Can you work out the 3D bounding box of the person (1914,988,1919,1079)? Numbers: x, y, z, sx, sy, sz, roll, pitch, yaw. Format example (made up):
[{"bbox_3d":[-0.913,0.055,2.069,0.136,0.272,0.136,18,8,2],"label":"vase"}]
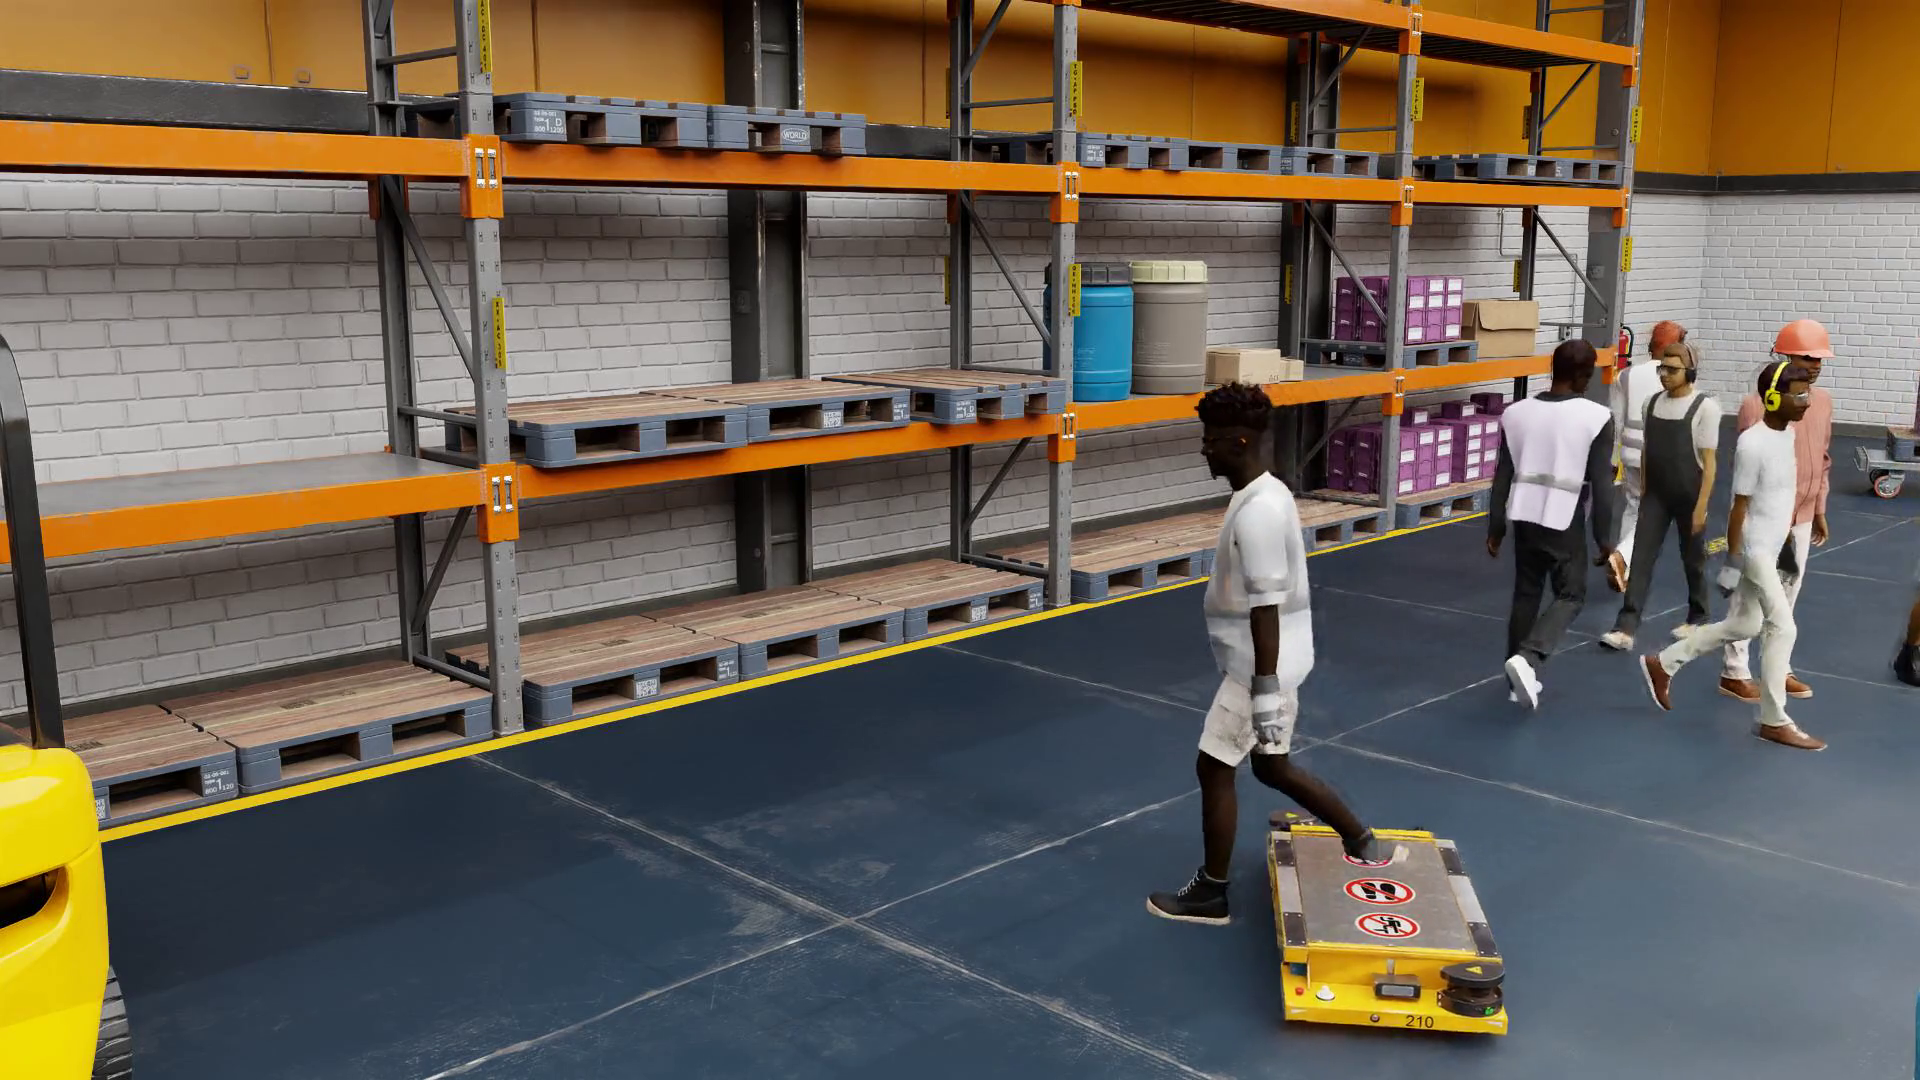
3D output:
[{"bbox_3d":[2.758,0.706,4.322,0.566,1.846,0.389,-3,11,-16],"label":"person"}]

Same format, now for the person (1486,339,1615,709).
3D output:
[{"bbox_3d":[2.931,-0.063,8.389,0.622,1.894,0.636,-10,14,-42],"label":"person"}]

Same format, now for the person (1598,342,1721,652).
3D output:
[{"bbox_3d":[4.130,-0.243,9.666,0.927,1.799,0.521,-7,13,-34],"label":"person"}]

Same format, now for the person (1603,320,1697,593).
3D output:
[{"bbox_3d":[4.508,-0.524,11.012,0.605,1.856,0.593,-6,12,-31],"label":"person"}]

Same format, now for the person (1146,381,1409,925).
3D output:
[{"bbox_3d":[1.117,0.416,5.731,0.841,1.923,0.627,3,11,16],"label":"person"}]

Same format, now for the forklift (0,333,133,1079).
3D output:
[{"bbox_3d":[-3.289,0.485,4.582,1.214,2.155,2.313,-10,14,-44],"label":"forklift"}]

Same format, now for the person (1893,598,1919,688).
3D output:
[{"bbox_3d":[5.201,-0.074,8.511,0.540,1.890,1.028,0,10,2],"label":"person"}]

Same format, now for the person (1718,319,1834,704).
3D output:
[{"bbox_3d":[4.245,-0.140,8.571,0.622,1.987,0.406,-5,12,-26],"label":"person"}]

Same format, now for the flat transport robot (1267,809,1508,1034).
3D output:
[{"bbox_3d":[1.402,1.251,5.654,0.652,0.197,1.431,1,11,8],"label":"flat transport robot"}]

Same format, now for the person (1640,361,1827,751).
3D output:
[{"bbox_3d":[3.750,0.046,7.982,0.853,1.833,0.550,8,13,39],"label":"person"}]
